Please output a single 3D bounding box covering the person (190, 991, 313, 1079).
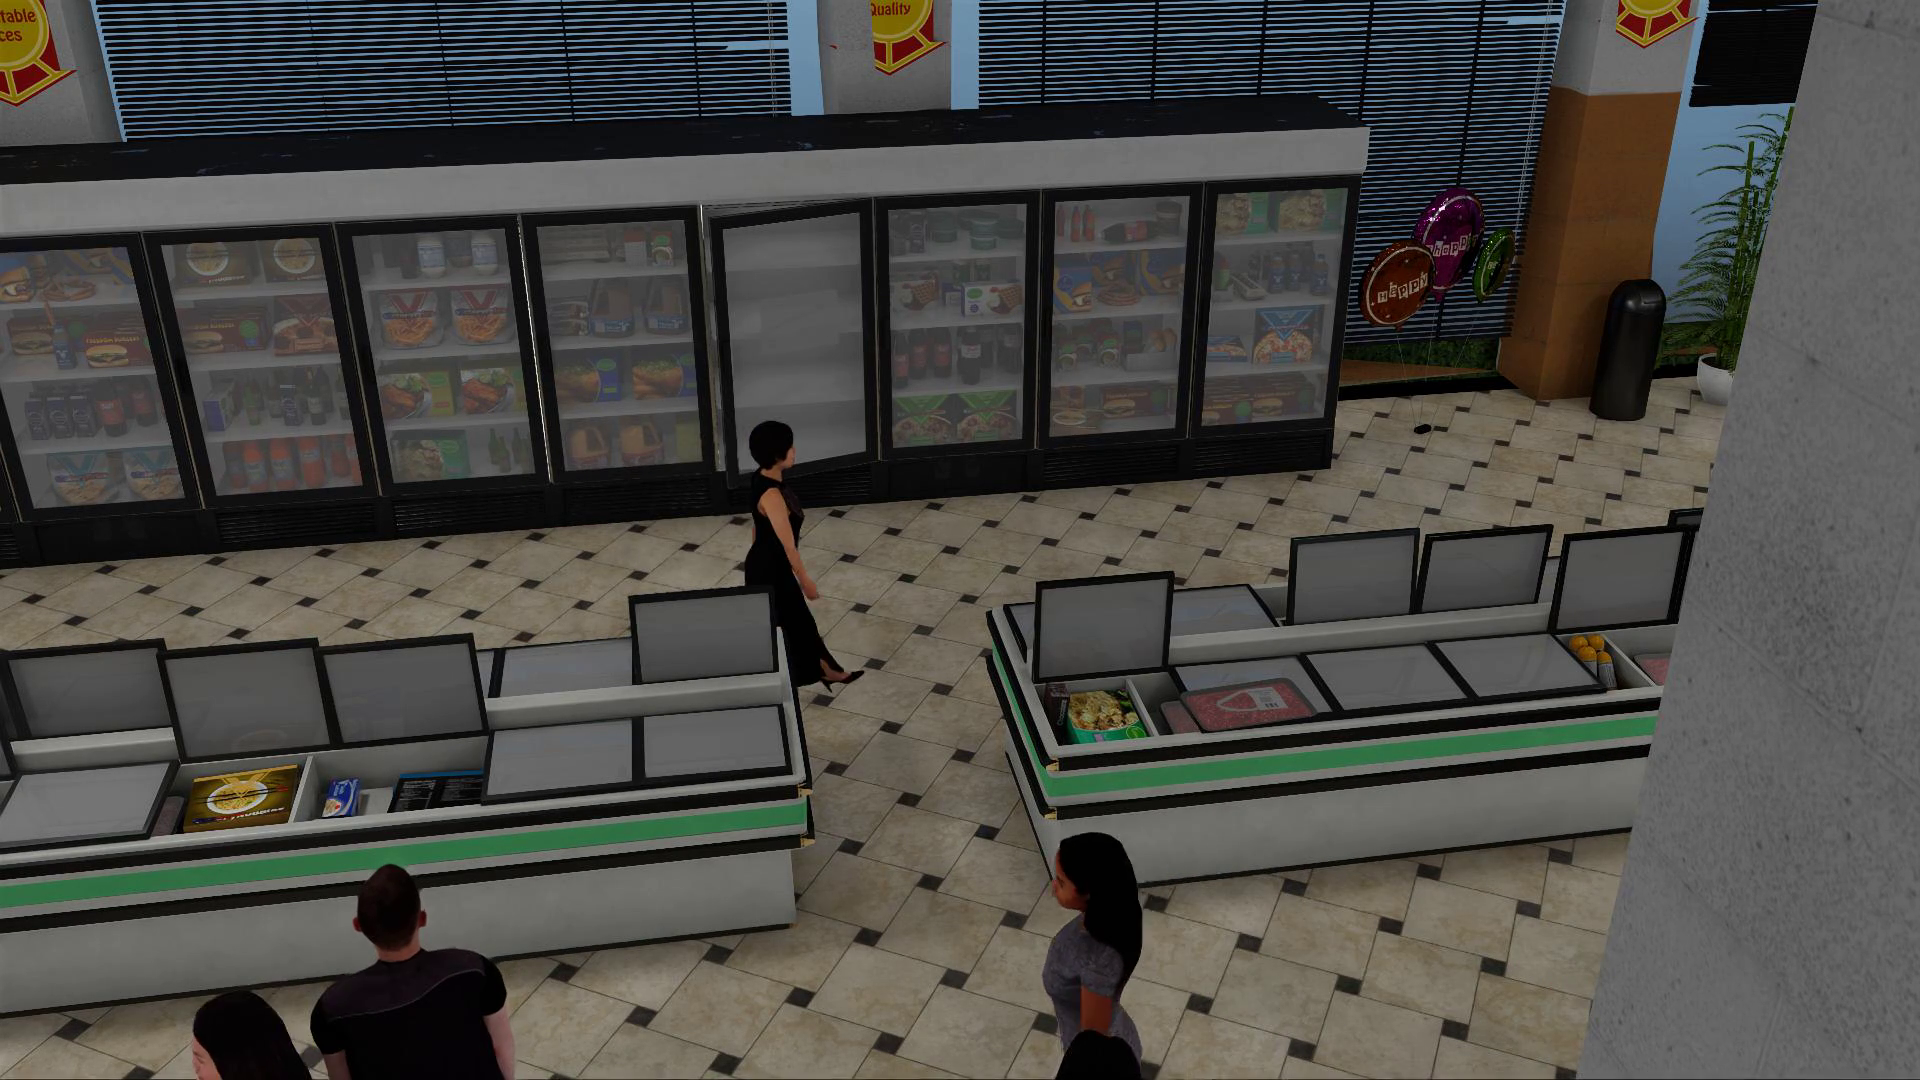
[{"bbox_3d":[-1.728,1.919,4.596,1.168,1.700,0.850,-14,30,-25],"label":"person"}]

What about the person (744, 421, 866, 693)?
[{"bbox_3d":[-1.008,0.206,8.133,1.003,1.557,0.599,-5,27,-11],"label":"person"}]

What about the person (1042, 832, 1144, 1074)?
[{"bbox_3d":[0.498,1.654,5.045,0.850,1.767,0.761,5,27,10],"label":"person"}]

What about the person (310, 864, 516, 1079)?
[{"bbox_3d":[-1.524,1.717,4.839,0.595,1.841,0.790,-10,28,-18],"label":"person"}]
